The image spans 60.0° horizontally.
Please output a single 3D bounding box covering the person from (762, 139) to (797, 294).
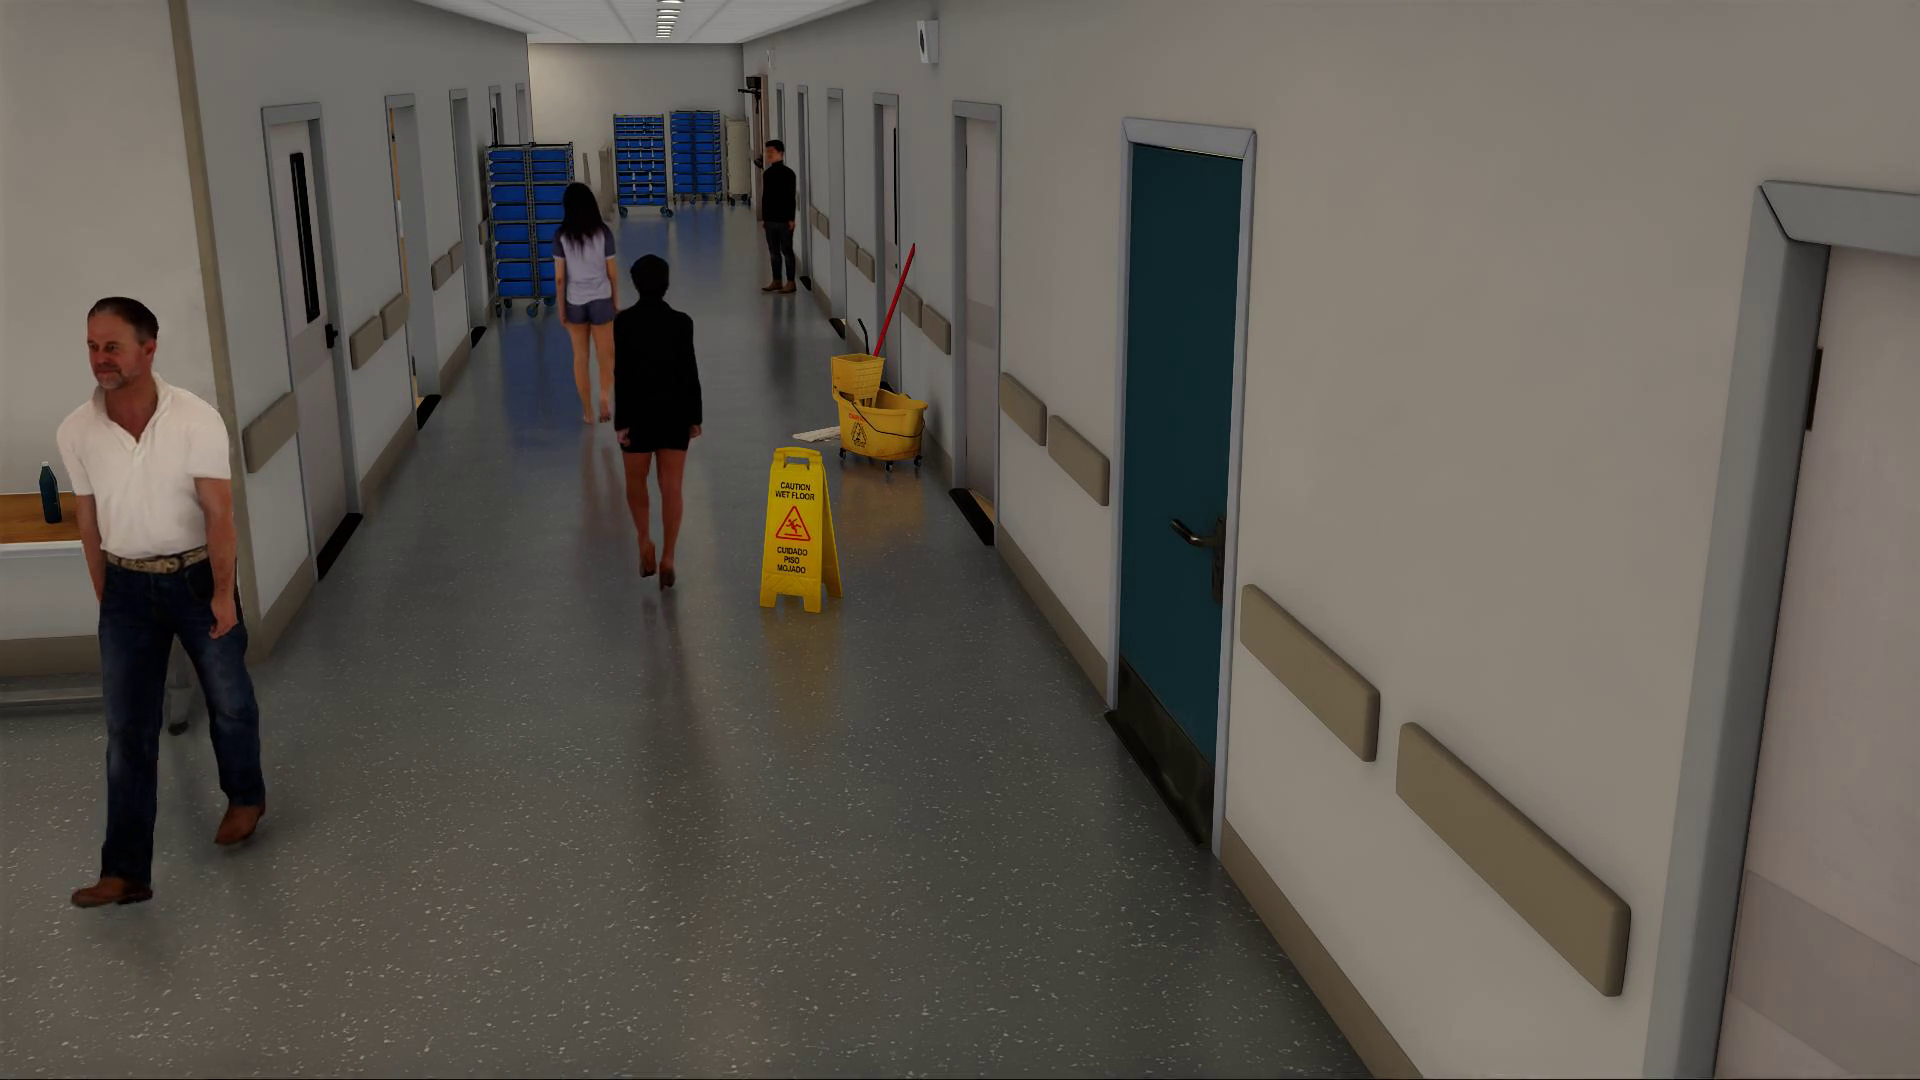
[{"bbox_3d":[-2.071,-3.719,19.106,0.699,1.721,0.775,12,20,37],"label":"person"}]

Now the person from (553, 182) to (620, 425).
[{"bbox_3d":[-2.590,-1.612,11.650,0.597,1.711,0.944,-3,16,-12],"label":"person"}]

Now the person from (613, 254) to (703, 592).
[{"bbox_3d":[-1.442,-0.527,7.952,0.577,1.630,0.606,-3,16,-12],"label":"person"}]

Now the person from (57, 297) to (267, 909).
[{"bbox_3d":[-2.405,0.155,5.207,0.817,1.807,1.241,0,16,-1],"label":"person"}]
